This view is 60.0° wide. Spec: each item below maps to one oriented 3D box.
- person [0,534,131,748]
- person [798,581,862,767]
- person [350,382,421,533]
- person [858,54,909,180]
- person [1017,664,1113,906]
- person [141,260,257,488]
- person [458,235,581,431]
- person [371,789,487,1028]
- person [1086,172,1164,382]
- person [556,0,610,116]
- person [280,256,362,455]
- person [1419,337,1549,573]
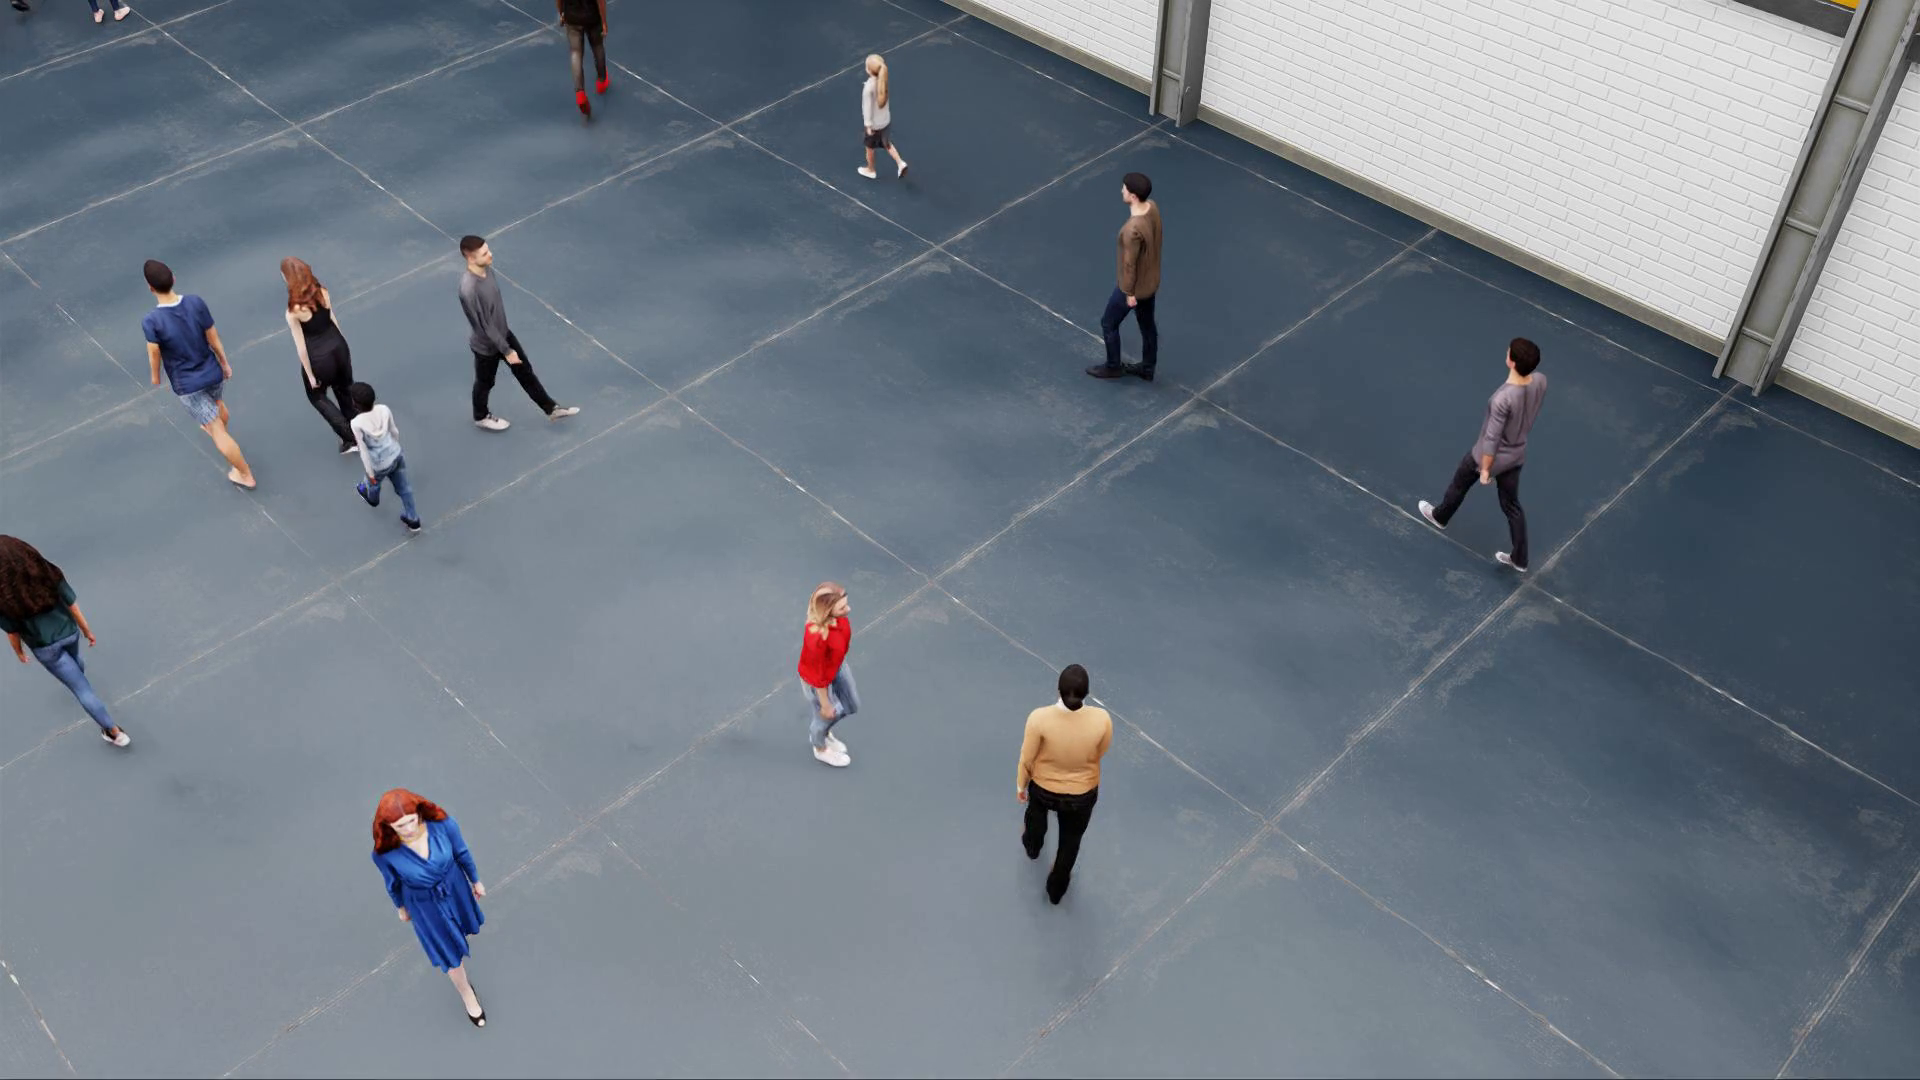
[{"bbox_3d":[-5.570,0.664,10.314,1.119,1.565,0.676,28,50,27],"label":"person"},{"bbox_3d":[-0.875,0.801,10.086,0.759,1.682,0.751,11,45,11],"label":"person"},{"bbox_3d":[-4.076,-0.555,11.837,0.818,1.231,0.487,33,53,30],"label":"person"},{"bbox_3d":[-0.719,-3.864,15.285,0.772,1.264,0.553,28,50,26],"label":"person"},{"bbox_3d":[0.581,1.449,9.371,0.928,1.729,0.978,1,44,1],"label":"person"},{"bbox_3d":[-5.467,-1.138,12.037,1.130,1.798,0.743,26,50,25],"label":"person"},{"bbox_3d":[-3.598,-1.494,12.467,1.146,1.720,1.032,4,44,4],"label":"person"},{"bbox_3d":[-2.808,1.848,8.897,0.725,1.805,1.053,-26,49,-24],"label":"person"},{"bbox_3d":[1.453,-1.990,12.878,0.831,1.871,0.768,22,48,21],"label":"person"},{"bbox_3d":[-3.682,-5.023,16.127,1.108,1.782,1.193,-2,44,-2],"label":"person"},{"bbox_3d":[-4.601,-1.309,12.264,0.717,1.732,0.639,24,49,23],"label":"person"},{"bbox_3d":[3.777,-0.550,11.414,0.901,1.807,1.254,-22,48,-21],"label":"person"}]
